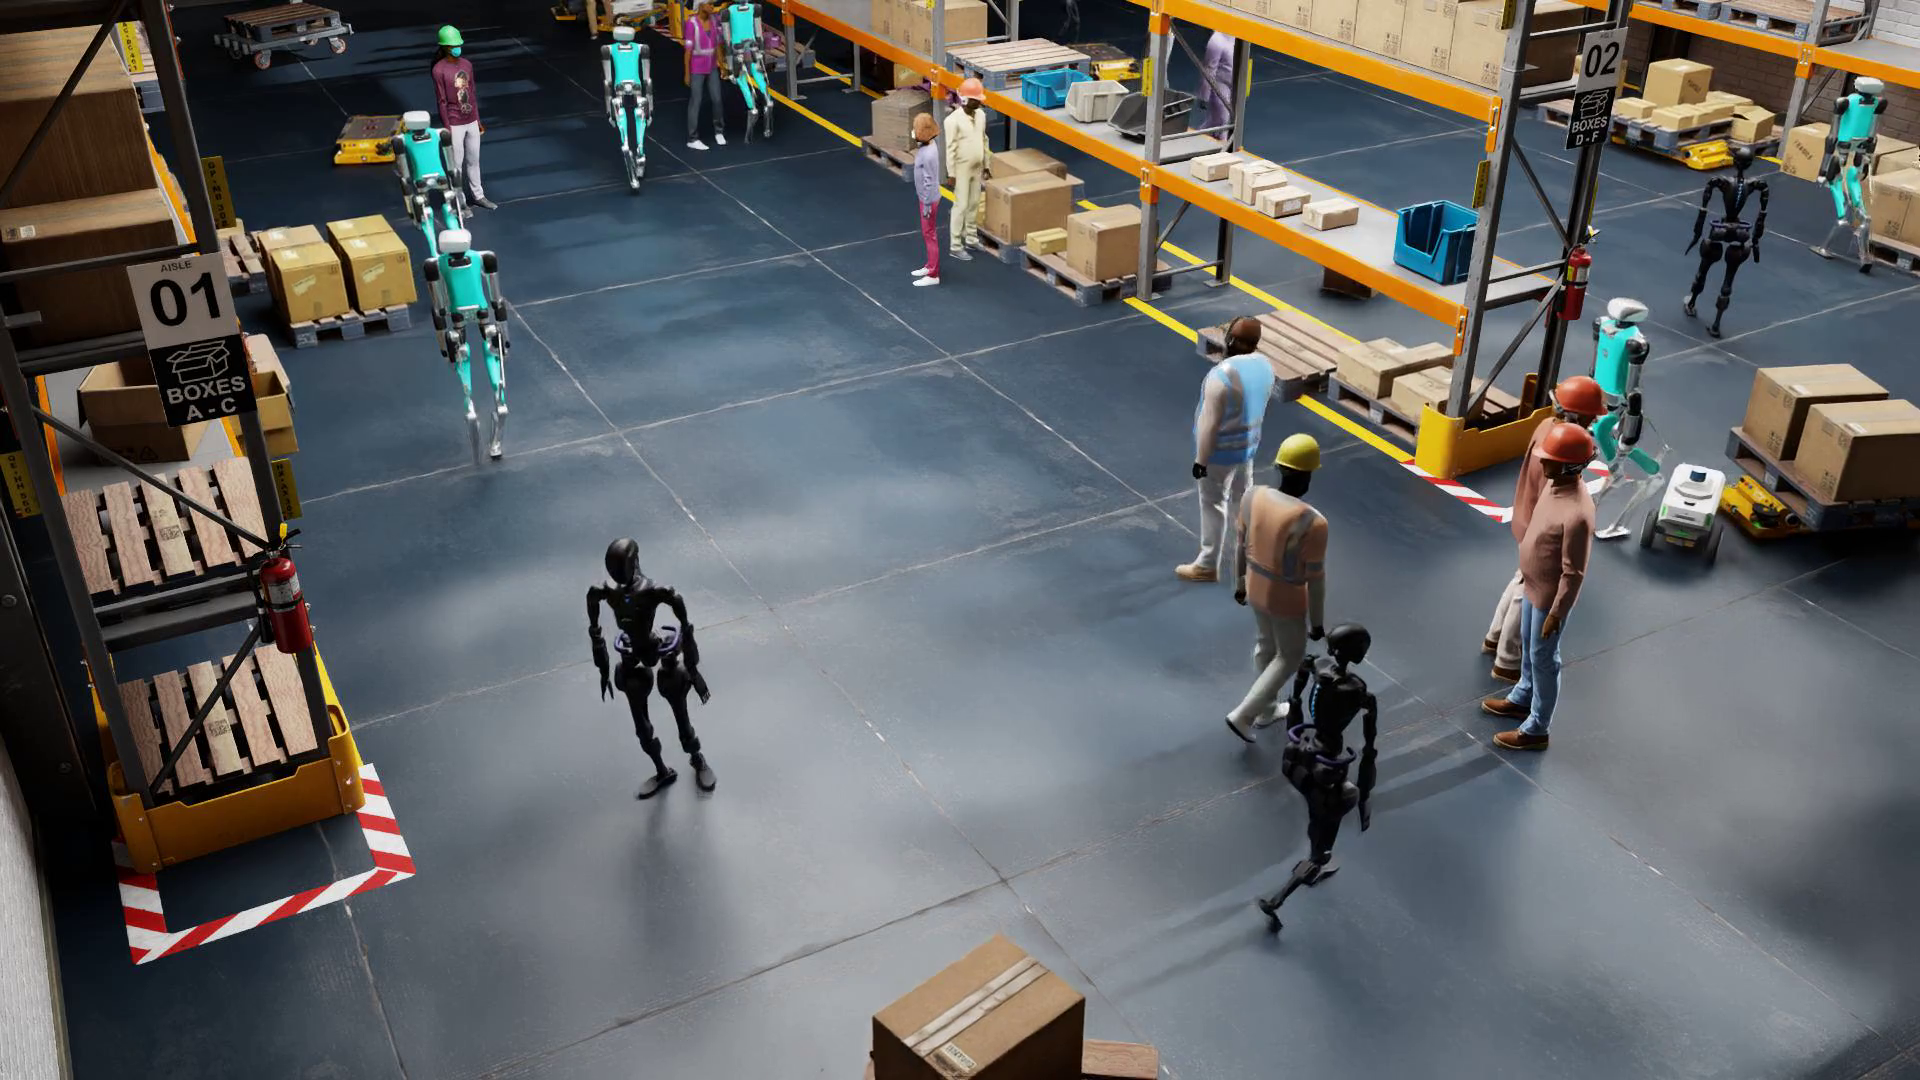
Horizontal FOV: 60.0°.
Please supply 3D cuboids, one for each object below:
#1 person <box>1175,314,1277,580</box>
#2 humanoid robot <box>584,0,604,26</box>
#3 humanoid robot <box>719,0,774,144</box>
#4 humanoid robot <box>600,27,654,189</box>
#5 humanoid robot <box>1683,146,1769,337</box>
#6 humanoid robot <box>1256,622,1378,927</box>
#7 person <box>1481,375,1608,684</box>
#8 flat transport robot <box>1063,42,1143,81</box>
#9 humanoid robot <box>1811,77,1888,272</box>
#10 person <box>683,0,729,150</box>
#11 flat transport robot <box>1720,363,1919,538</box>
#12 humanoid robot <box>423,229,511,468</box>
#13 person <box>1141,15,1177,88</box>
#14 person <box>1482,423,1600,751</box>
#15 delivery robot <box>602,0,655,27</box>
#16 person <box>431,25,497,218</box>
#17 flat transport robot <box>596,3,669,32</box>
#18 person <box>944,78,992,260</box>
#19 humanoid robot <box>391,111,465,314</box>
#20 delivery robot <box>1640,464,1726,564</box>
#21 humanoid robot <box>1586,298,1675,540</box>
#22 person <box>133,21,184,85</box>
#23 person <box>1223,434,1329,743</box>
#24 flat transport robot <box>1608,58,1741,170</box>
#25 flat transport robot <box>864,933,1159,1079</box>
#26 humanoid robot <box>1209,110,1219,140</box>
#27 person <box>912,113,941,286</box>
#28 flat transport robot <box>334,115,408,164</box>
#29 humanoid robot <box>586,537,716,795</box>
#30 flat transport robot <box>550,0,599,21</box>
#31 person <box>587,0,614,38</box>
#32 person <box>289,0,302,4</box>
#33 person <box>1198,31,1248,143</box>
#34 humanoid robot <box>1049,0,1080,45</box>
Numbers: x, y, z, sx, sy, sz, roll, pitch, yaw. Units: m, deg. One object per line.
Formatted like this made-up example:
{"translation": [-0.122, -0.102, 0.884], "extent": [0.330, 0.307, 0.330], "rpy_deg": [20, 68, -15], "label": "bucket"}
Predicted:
{"translation": [1.758, -0.590, 10.896], "extent": [0.431, 1.811, 0.708], "rpy_deg": [25, 38, 36], "label": "person"}
{"translation": [-5.494, -8.489, 24.786], "extent": [0.609, 1.632, 0.451], "rpy_deg": [-9, 31, -15], "label": "humanoid robot"}
{"translation": [-2.408, -5.475, 19.504], "extent": [0.532, 1.822, 0.753], "rpy_deg": [-20, 35, -30], "label": "humanoid robot"}
{"translation": [-3.548, -4.596, 17.937], "extent": [0.539, 1.726, 1.014], "rpy_deg": [-6, 30, -11], "label": "humanoid robot"}
{"translation": [6.755, -2.675, 14.673], "extent": [0.616, 1.632, 0.703], "rpy_deg": [7, 31, 11], "label": "humanoid robot"}
{"translation": [1.710, 1.115, 8.073], "extent": [0.675, 1.638, 0.610], "rpy_deg": [-18, 34, -28], "label": "humanoid robot"}
{"translation": [3.445, -0.057, 9.796], "extent": [0.414, 1.983, 0.619], "rpy_deg": [6, 31, 11], "label": "person"}
{"translation": [1.940, -6.581, 22.866], "extent": [0.659, 0.231, 1.431], "rpy_deg": [-9, 31, -16], "label": "flat transport robot"}
{"translation": [8.675, -3.448, 16.011], "extent": [0.556, 1.852, 0.855], "rpy_deg": [-5, 30, -9], "label": "humanoid robot"}
{"translation": [-3.003, -5.494, 19.415], "extent": [0.378, 1.833, 0.568], "rpy_deg": [26, 39, 37], "label": "person"}
{"translation": [6.214, -0.284, 11.904], "extent": [1.431, 0.231, 0.659], "rpy_deg": [-4, 30, -6], "label": "flat transport robot"}
{"translation": [-3.578, -1.309, 12.330], "extent": [0.542, 1.901, 0.718], "rpy_deg": [-9, 31, -15], "label": "humanoid robot"}
{"translation": [2.221, -5.408, 19.226], "extent": [0.675, 1.865, 0.576], "rpy_deg": [5, 30, 9], "label": "person"}
{"translation": [3.238, 0.262, 9.224], "extent": [0.394, 1.992, 0.618], "rpy_deg": [3, 30, 5], "label": "person"}
{"translation": [-4.992, -7.962, 24.979], "extent": [0.791, 0.592, 0.499], "rpy_deg": [-20, 35, -31], "label": "delivery robot"}
{"translation": [-5.216, -4.372, 17.333], "extent": [0.419, 1.951, 0.490], "rpy_deg": [19, 35, 29], "label": "person"}
{"translation": [-4.925, -7.940, 25.231], "extent": [0.659, 0.231, 1.431], "rpy_deg": [10, 31, 17], "label": "flat transport robot"}
{"translation": [0.085, -3.634, 16.252], "extent": [0.341, 1.743, 0.577], "rpy_deg": [22, 37, 33], "label": "person"}
{"translation": [-4.715, -2.881, 15.064], "extent": [0.554, 1.899, 0.738], "rpy_deg": [-12, 32, -20], "label": "humanoid robot"}
{"translation": [5.050, -0.223, 11.505], "extent": [0.499, 0.589, 0.782], "rpy_deg": [15, 33, 25], "label": "delivery robot"}
{"translation": [4.588, -0.794, 11.338], "extent": [0.714, 1.805, 0.543], "rpy_deg": [-6, 30, -11], "label": "humanoid robot"}
{"translation": [-10.533, -6.622, 21.294], "extent": [0.864, 1.908, 0.629], "rpy_deg": [15, 33, 24], "label": "person"}
{"translation": [1.751, 0.309, 9.232], "extent": [0.589, 1.905, 0.613], "rpy_deg": [-23, 37, -34], "label": "person"}
{"translation": [8.366, -4.655, 19.513], "extent": [0.659, 0.231, 1.431], "rpy_deg": [-16, 33, -25], "label": "flat transport robot"}
{"translation": [0.172, 2.655, 6.787], "extent": [0.659, 0.231, 1.431], "rpy_deg": [4, 30, 7], "label": "flat transport robot"}
{"translation": [3.117, -5.336, 19.286], "extent": [0.379, 1.652, 0.603], "rpy_deg": [-17, 34, -27], "label": "humanoid robot"}
{"translation": [-0.318, -3.196, 15.611], "extent": [0.280, 1.628, 0.499], "rpy_deg": [-2, 30, -4], "label": "person"}
{"translation": [-6.959, -4.752, 19.682], "extent": [0.659, 0.231, 1.431], "rpy_deg": [-5, 30, -8], "label": "flat transport robot"}
{"translation": [-1.631, 0.668, 8.835], "extent": [0.612, 1.635, 0.427], "rpy_deg": [2, 30, 4], "label": "humanoid robot"}
{"translation": [-5.588, -8.253, 25.776], "extent": [1.431, 0.231, 0.659], "rpy_deg": [-10, 31, -17], "label": "flat transport robot"}
{"translation": [-5.327, -8.289, 24.384], "extent": [0.580, 1.714, 0.765], "rpy_deg": [3, 30, 5], "label": "person"}
{"translation": [-9.869, -8.443, 24.541], "extent": [0.430, 1.831, 0.638], "rpy_deg": [-12, 32, -20], "label": "person"}
{"translation": [2.898, -5.052, 18.603], "extent": [0.875, 1.863, 0.642], "rpy_deg": [14, 33, 24], "label": "person"}
{"translation": [1.506, -7.728, 23.482], "extent": [0.640, 1.643, 0.608], "rpy_deg": [5, 30, 9], "label": "humanoid robot"}
